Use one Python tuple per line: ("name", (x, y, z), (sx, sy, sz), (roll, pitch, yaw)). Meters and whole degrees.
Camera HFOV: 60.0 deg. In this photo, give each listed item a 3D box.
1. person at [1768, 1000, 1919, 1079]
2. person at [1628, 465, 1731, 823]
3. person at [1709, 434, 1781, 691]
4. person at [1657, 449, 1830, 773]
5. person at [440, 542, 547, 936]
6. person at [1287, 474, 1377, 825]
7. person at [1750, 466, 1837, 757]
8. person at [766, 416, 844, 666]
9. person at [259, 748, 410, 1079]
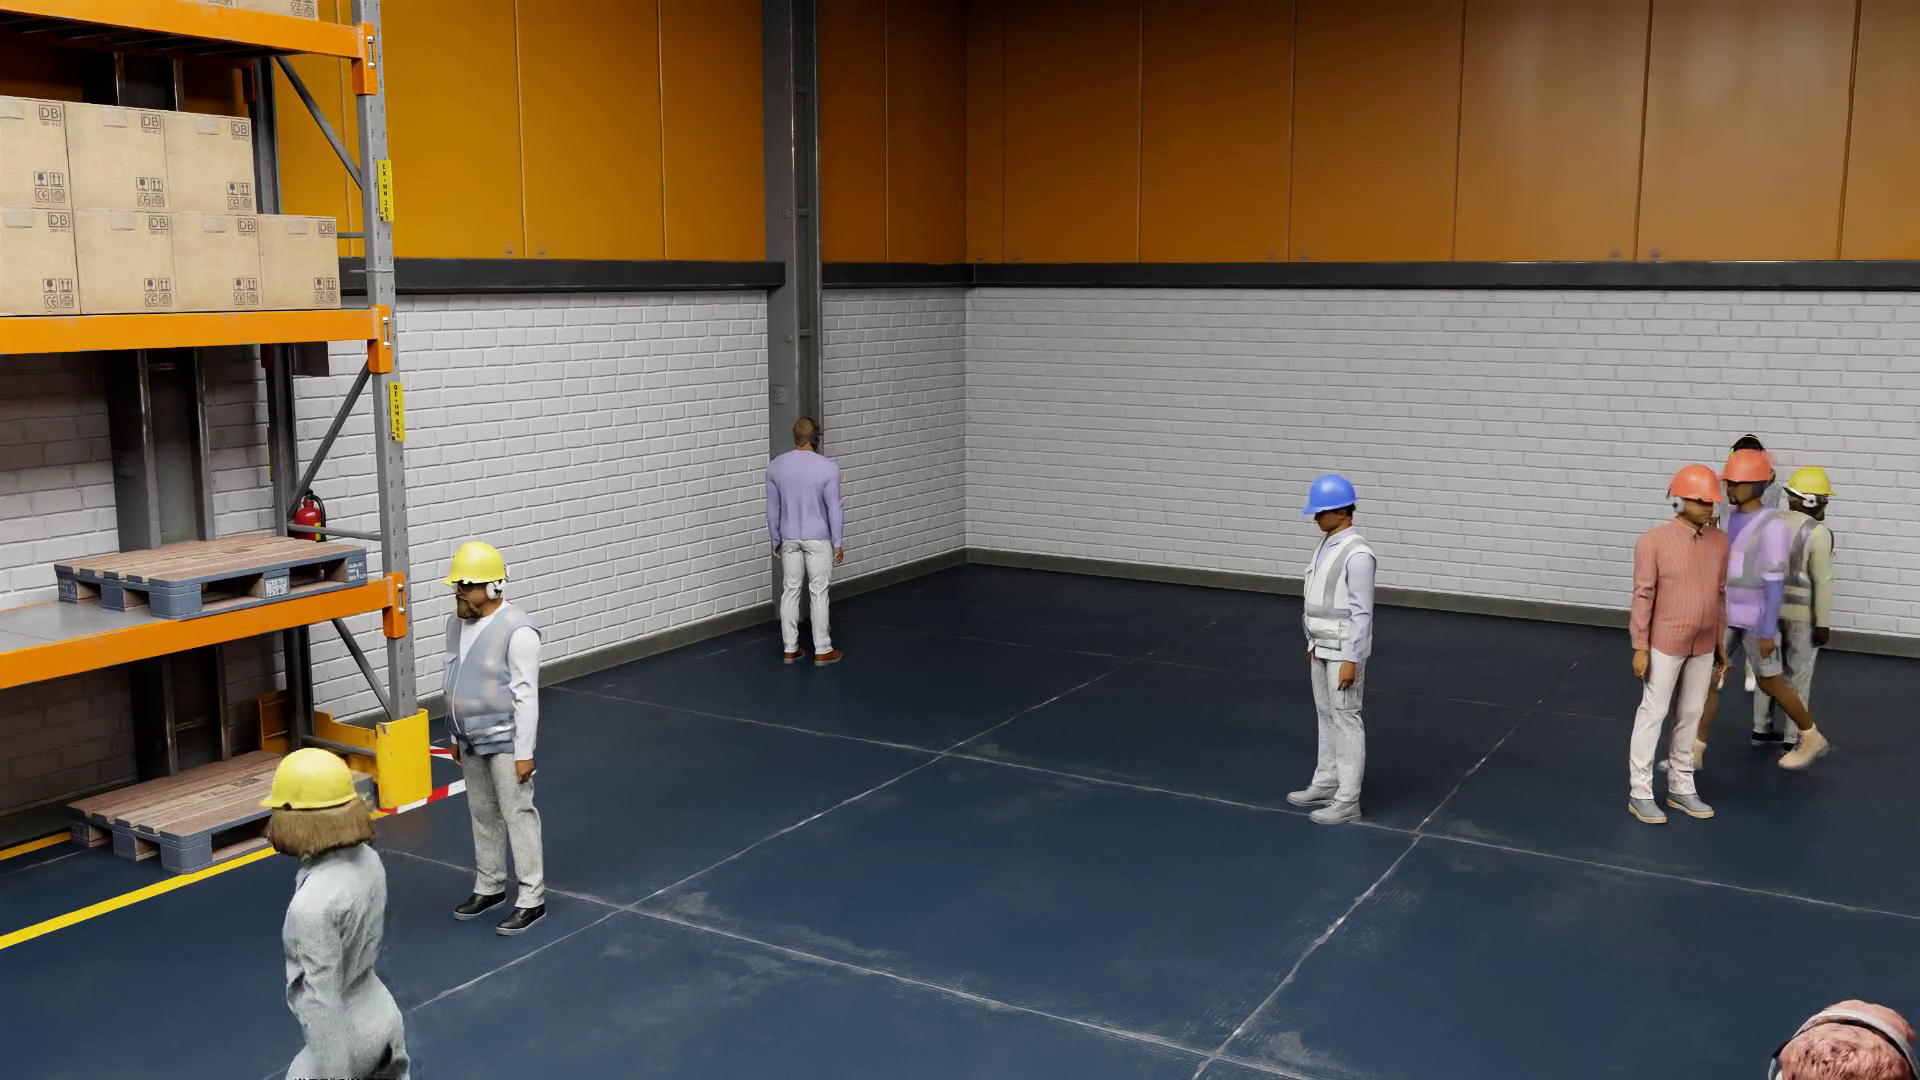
("person", (1.365, 1.666, 2.691), (0.635, 1.899, 0.397), (7, 12, 38))
("person", (3.993, 0.572, 9.199), (0.626, 1.991, 0.393), (-3, 10, -17))
("person", (5.685, 0.170, 12.120), (0.520, 1.864, 0.327), (4, 10, 25))
("person", (4.806, 0.440, 10.034), (1.035, 2.004, 0.621), (-2, 9, -9))
("person", (-2.164, 0.903, 7.680), (0.591, 1.823, 0.405), (7, 11, 37))
("person", (2.072, 0.597, 9.214), (0.403, 1.938, 0.602), (-1, 9, -8))
("person", (5.278, 0.444, 10.505), (0.403, 1.828, 0.596), (-2, 9, -14))
("person", (-1.191, 0.009, 12.888), (0.635, 1.936, 0.351), (3, 10, 20))
("person", (-1.836, 1.427, 4.698), (0.756, 1.712, 0.515), (0, 9, 2))
